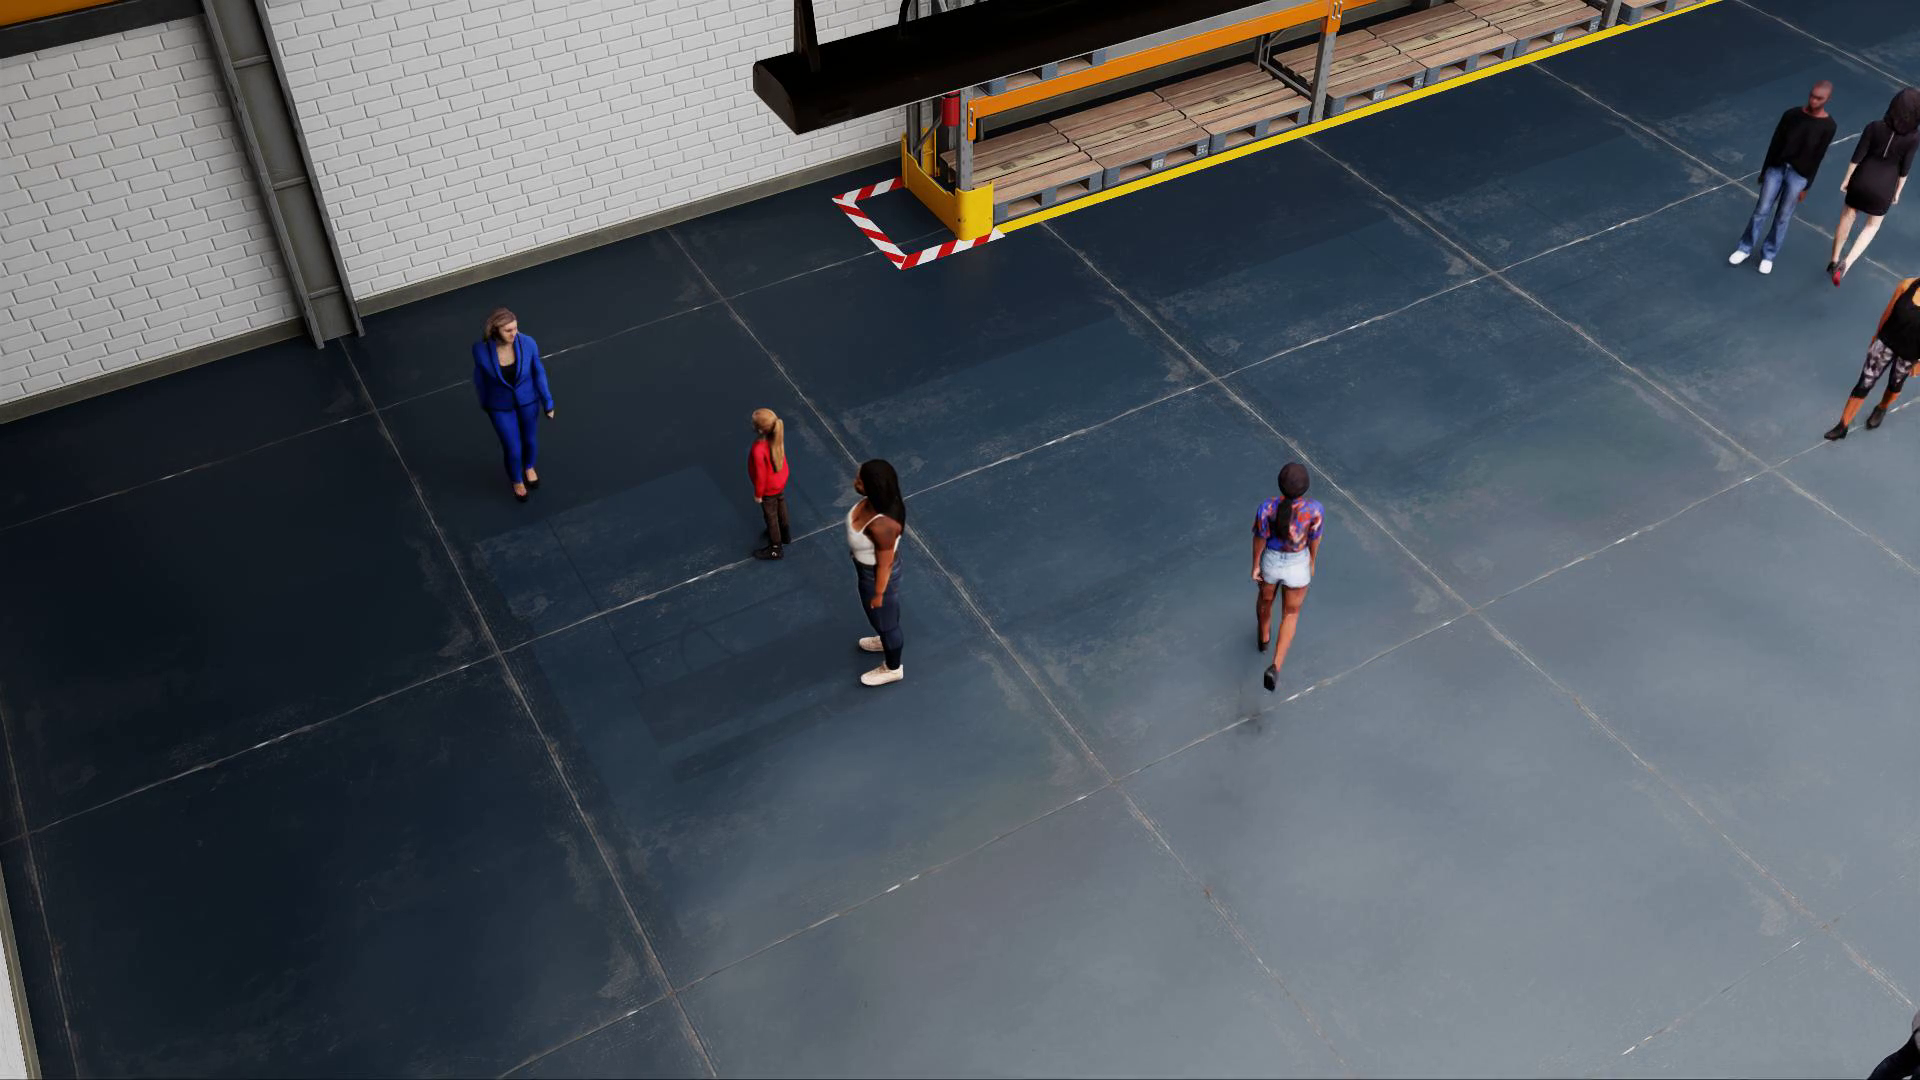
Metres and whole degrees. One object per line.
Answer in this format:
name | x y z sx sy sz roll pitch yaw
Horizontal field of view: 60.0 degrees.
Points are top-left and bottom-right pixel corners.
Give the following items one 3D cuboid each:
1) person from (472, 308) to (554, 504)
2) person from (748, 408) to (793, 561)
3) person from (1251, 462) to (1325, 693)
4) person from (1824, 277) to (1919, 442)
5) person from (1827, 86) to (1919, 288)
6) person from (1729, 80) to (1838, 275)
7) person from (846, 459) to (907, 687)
person | -3.230 -1.011 11.924 0.642 1.672 0.714 -11 45 -11
person | -1.323 -0.405 11.570 0.646 1.281 0.584 12 45 12
person | 2.048 0.242 10.572 0.993 1.722 1.034 8 44 9
person | 7.091 -1.488 12.452 1.044 1.634 0.758 -34 53 -30
person | 7.522 -2.856 13.773 0.814 1.793 0.970 27 50 25
person | 6.998 -3.088 14.047 0.671 1.750 0.670 26 49 24
person | -0.494 0.186 10.568 0.749 1.810 0.736 -3 44 -3
